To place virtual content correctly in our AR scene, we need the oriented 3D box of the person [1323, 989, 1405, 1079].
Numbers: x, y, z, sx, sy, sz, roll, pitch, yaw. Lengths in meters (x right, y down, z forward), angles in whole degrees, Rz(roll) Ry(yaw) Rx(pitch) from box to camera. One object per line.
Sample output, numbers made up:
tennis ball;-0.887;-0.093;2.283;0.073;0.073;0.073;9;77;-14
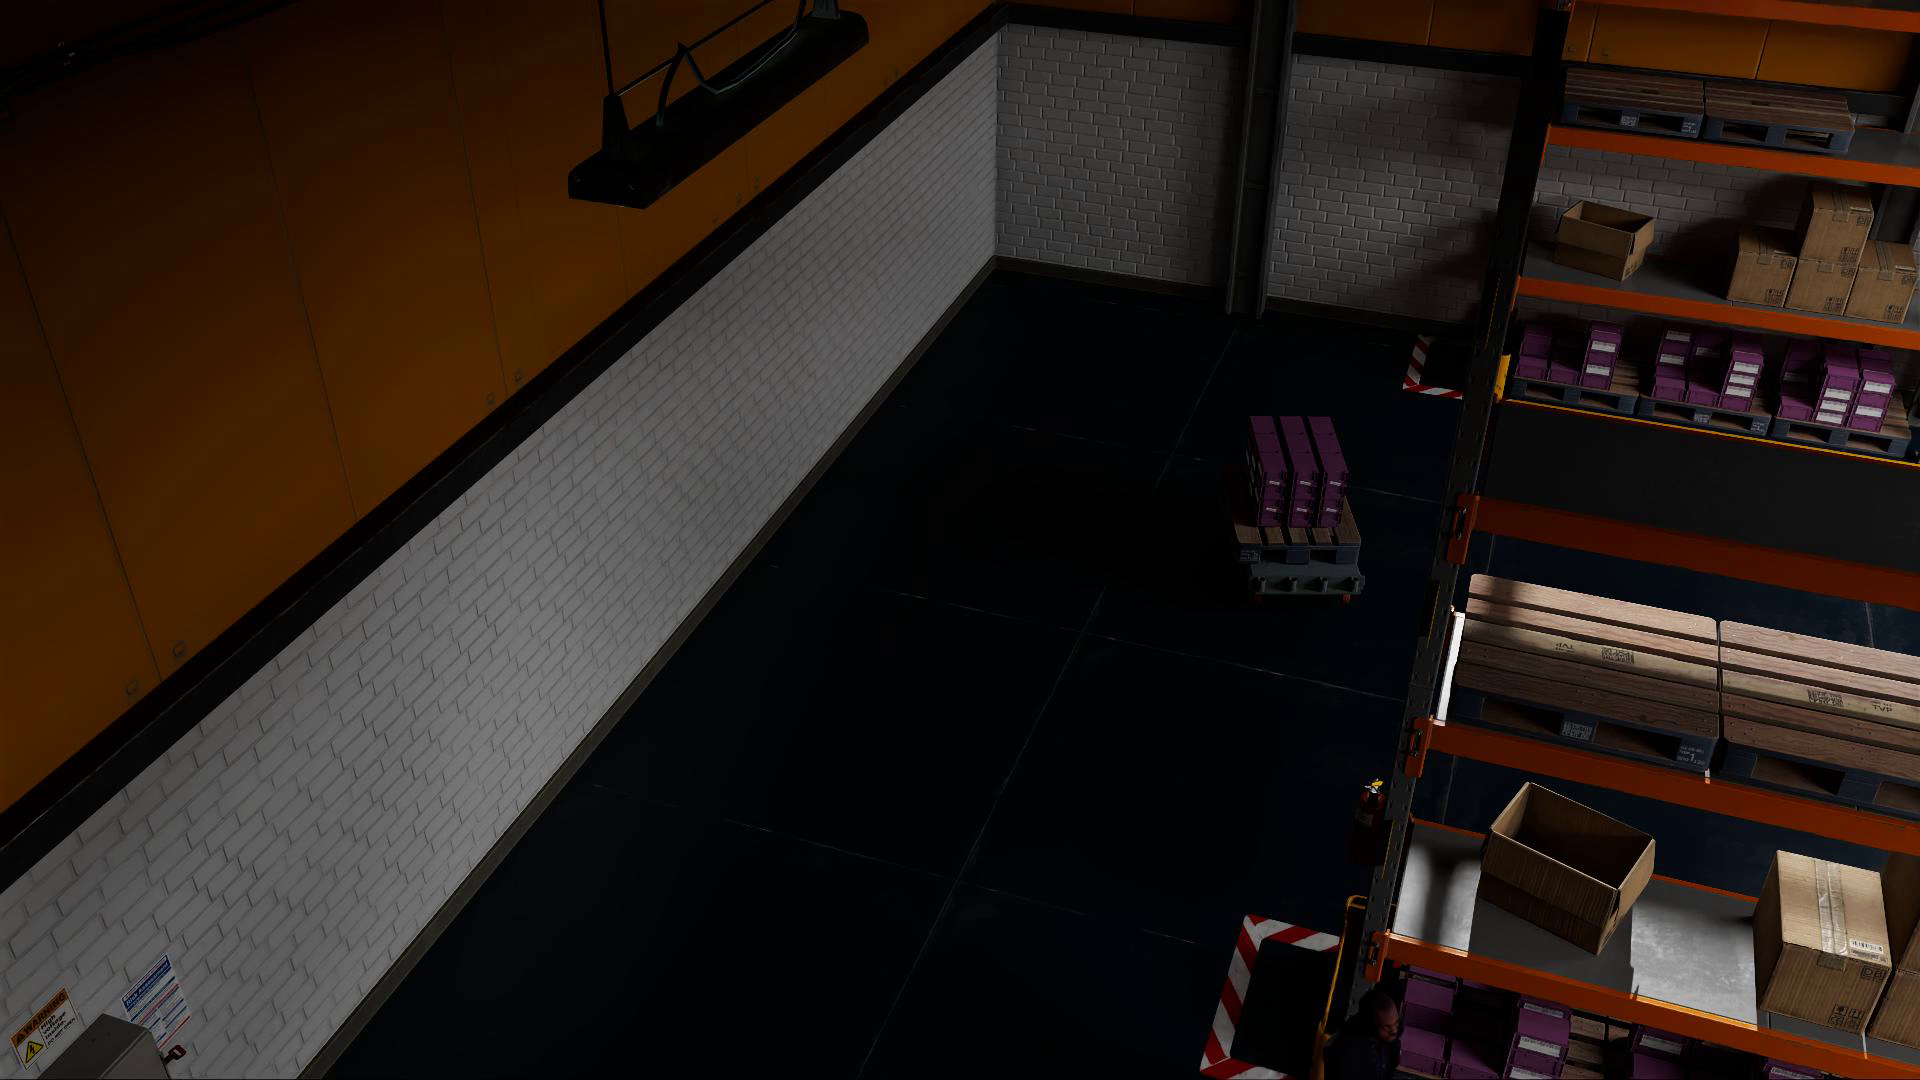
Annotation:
person;1.942;2.913;8.571;0.838;1.801;0.873;-20;39;-28
